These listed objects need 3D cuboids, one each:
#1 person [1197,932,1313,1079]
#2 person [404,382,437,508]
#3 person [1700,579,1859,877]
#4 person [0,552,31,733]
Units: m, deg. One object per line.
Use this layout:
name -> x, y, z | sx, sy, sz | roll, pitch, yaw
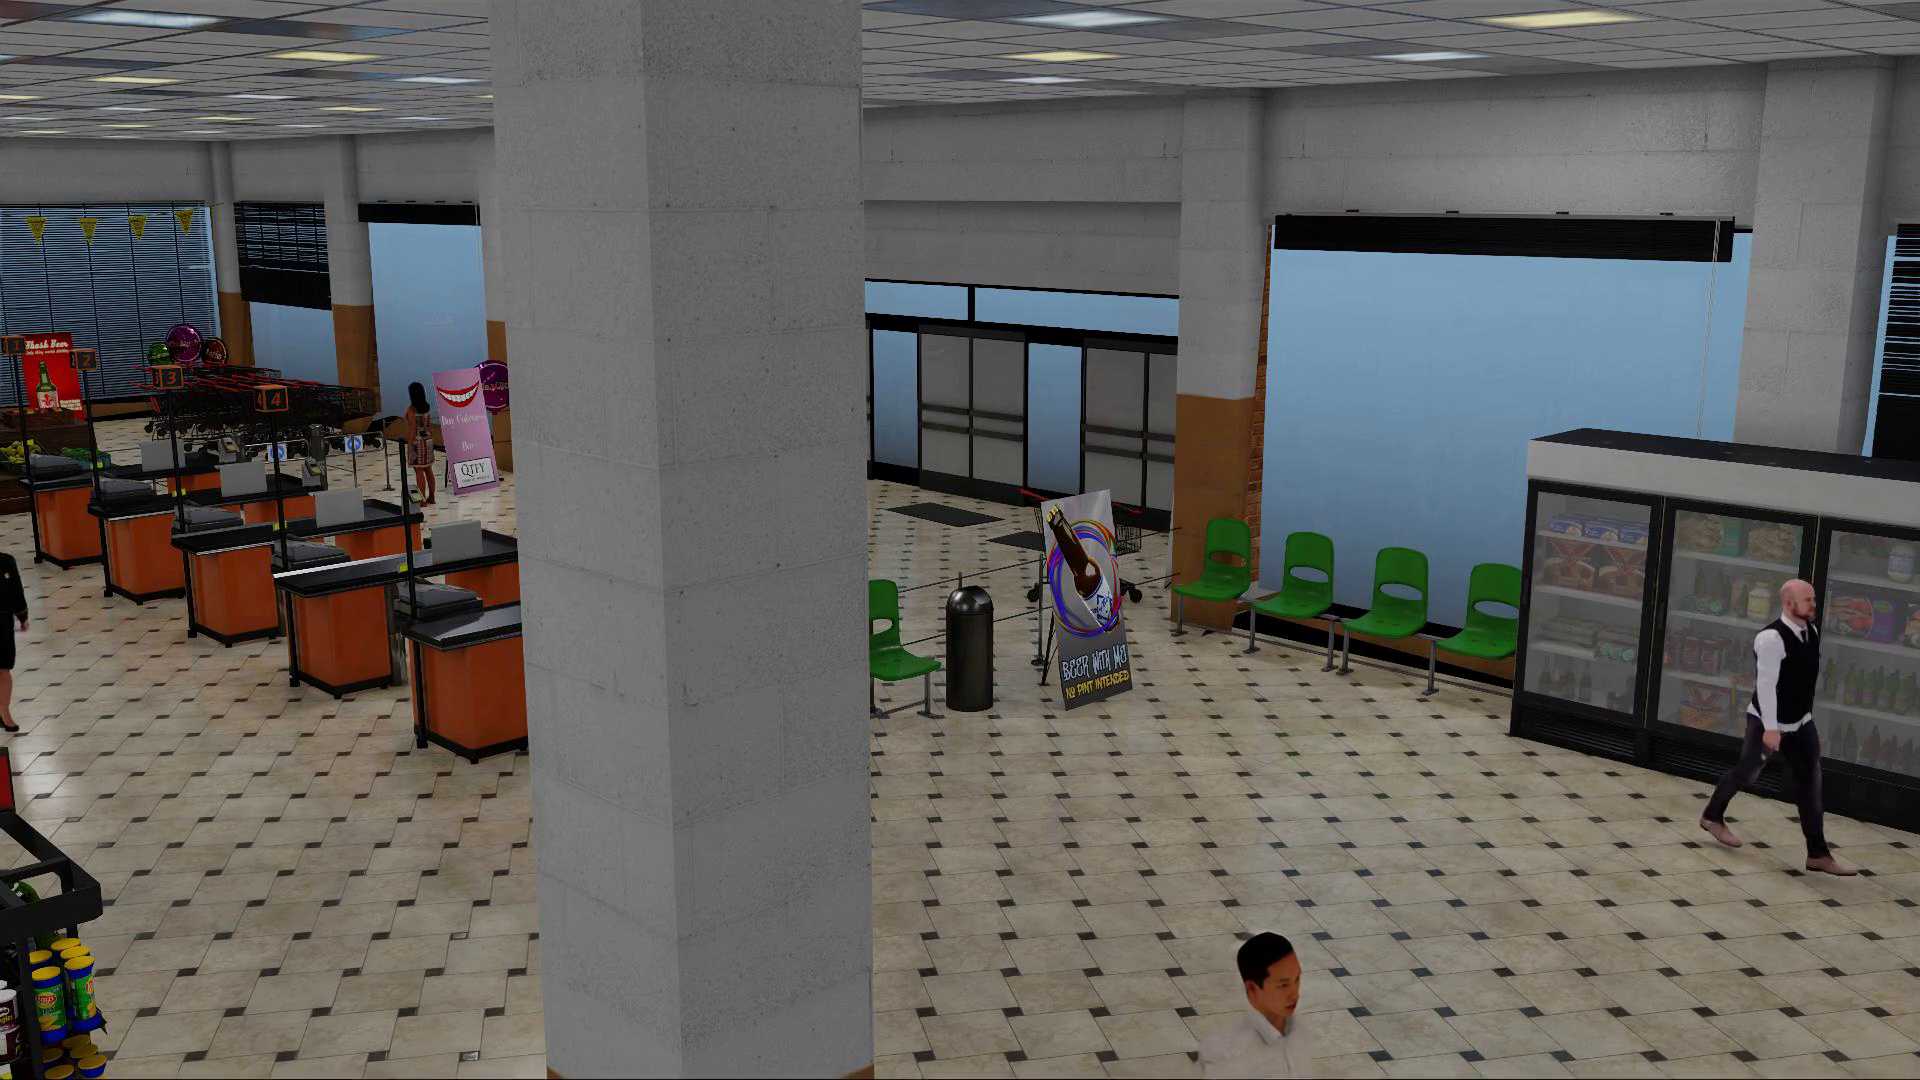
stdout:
person -> 0.968, 2.125, 5.467 | 0.742, 1.810, 0.495 | 10, 15, 39
person -> -7.141, -1.271, 21.998 | 0.784, 1.645, 0.640 | 4, 12, 17
person -> 4.975, 1.133, 10.261 | 1.247, 1.776, 0.963 | -7, 14, -31
person -> -7.471, 0.666, 12.761 | 0.779, 1.661, 0.636 | 10, 15, 38
